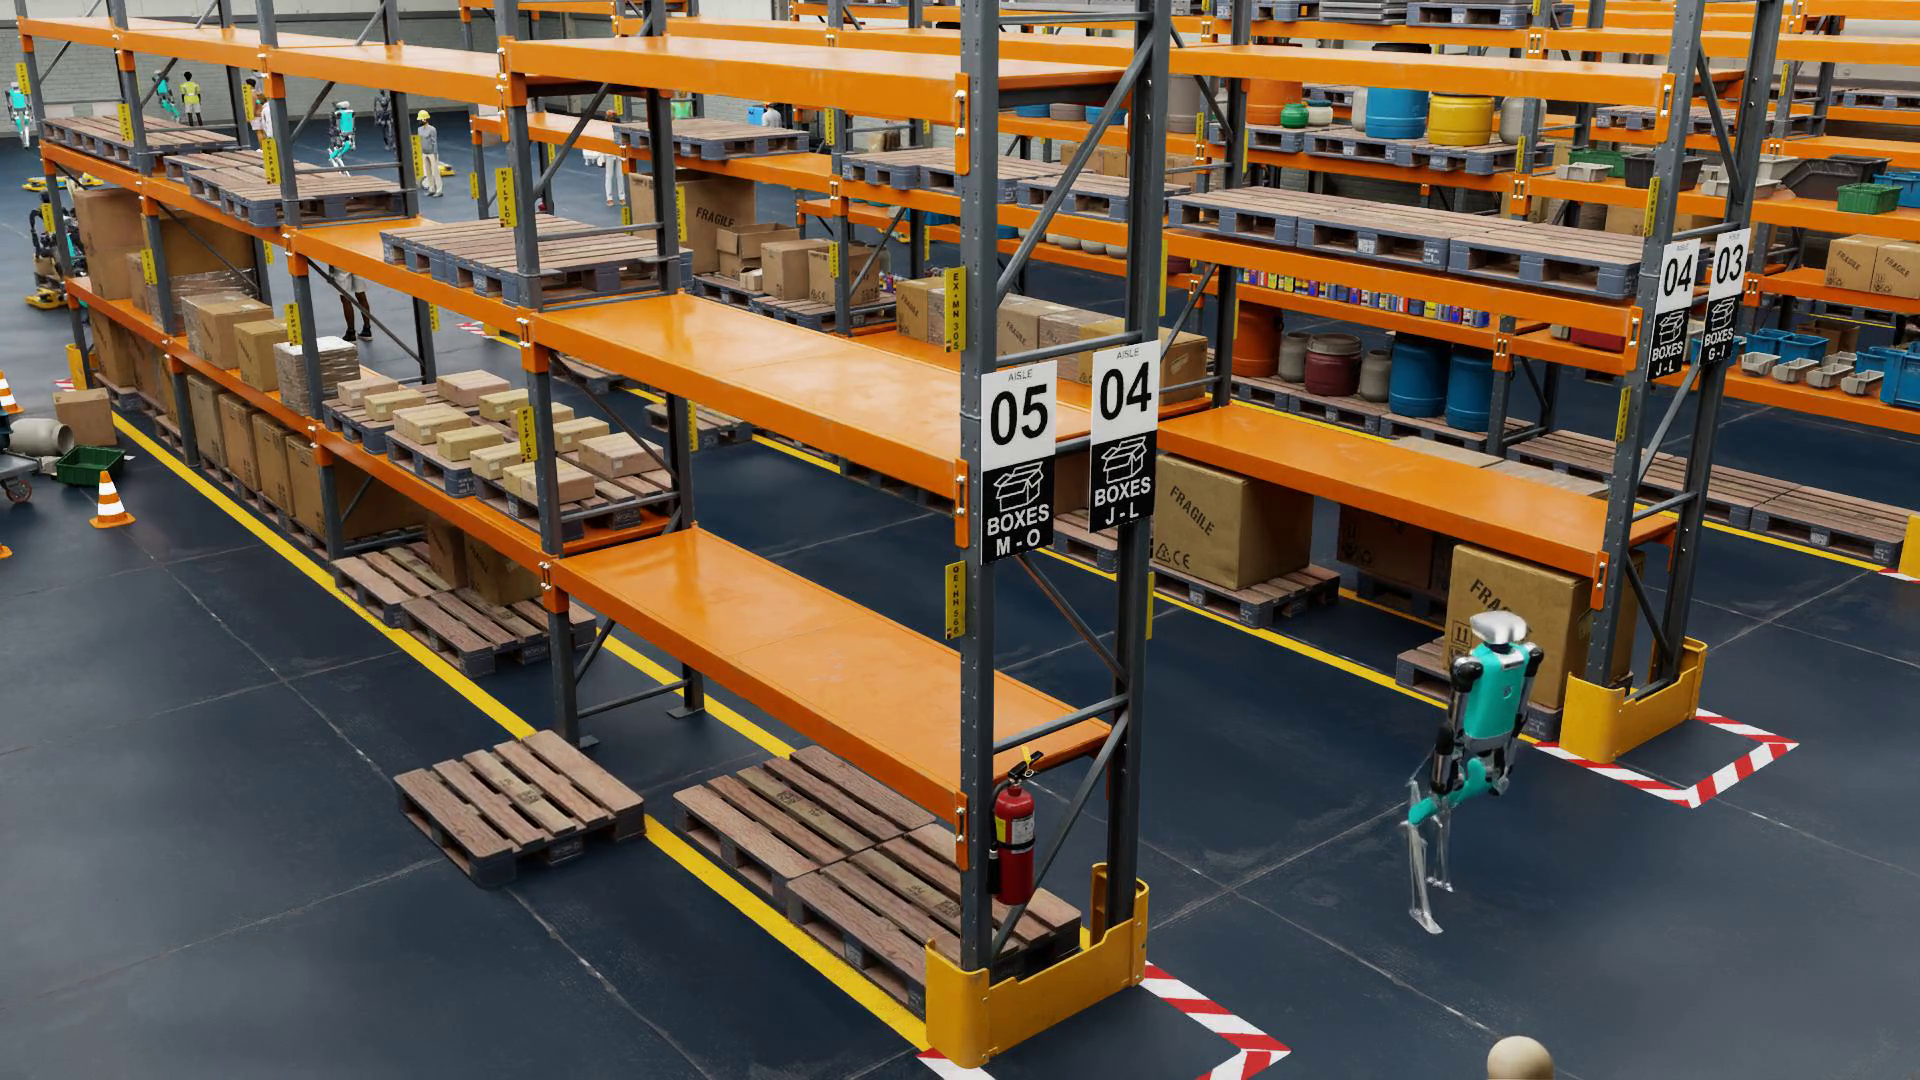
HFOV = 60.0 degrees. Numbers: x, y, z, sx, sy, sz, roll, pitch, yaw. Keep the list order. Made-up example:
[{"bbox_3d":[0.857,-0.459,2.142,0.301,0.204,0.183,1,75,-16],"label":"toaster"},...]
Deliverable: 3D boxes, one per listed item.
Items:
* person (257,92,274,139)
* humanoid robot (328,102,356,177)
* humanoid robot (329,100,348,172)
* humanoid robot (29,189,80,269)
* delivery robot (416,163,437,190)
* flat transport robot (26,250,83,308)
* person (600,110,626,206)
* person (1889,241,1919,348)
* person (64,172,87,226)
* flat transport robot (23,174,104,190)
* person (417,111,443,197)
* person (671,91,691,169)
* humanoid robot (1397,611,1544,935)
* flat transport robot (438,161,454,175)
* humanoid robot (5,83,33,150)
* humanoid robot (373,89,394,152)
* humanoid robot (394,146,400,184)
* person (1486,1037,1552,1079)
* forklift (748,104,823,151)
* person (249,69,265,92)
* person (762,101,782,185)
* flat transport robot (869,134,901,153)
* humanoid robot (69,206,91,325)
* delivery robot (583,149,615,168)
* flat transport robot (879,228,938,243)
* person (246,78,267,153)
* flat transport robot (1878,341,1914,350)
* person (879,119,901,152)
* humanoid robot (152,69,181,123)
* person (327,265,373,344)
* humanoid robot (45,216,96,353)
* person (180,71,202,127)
[{"bbox_3d":[-15.543,-9.131,37.476,0.373,1.903,0.503,-7,20,-18],"label":"person"},{"bbox_3d":[-13.554,-8.718,36.331,0.735,1.677,0.533,9,21,24],"label":"humanoid robot"},{"bbox_3d":[-14.288,-9.307,38.330,0.681,1.633,0.612,3,20,9],"label":"humanoid robot"},{"bbox_3d":[-12.950,-4.204,23.815,0.596,1.650,0.399,-15,24,-36],"label":"humanoid robot"},{"bbox_3d":[-11.598,-7.868,35.878,0.499,0.581,0.767,7,21,20],"label":"delivery robot"},{"bbox_3d":[-12.685,-3.587,24.144,0.659,0.231,1.431,18,26,41],"label":"flat transport robot"},{"bbox_3d":[-6.917,-7.635,33.250,0.566,1.878,0.354,-12,23,-30],"label":"person"},{"bbox_3d":[11.815,-3.035,20.458,0.688,1.669,0.543,11,22,29],"label":"person"},{"bbox_3d":[-15.972,-6.498,29.985,0.534,1.892,0.399,18,26,41],"label":"person"},{"bbox_3d":[-19.372,-7.724,35.919,0.659,0.231,1.431,17,26,40],"label":"flat transport robot"},{"bbox_3d":[-11.011,-7.994,34.443,0.516,1.756,0.339,11,22,29],"label":"person"},{"bbox_3d":[-6.348,-9.438,38.302,0.577,1.930,0.778,-16,25,-38],"label":"person"},{"bbox_3d":[2.487,1.130,8.552,0.530,1.795,0.798,-10,22,-25],"label":"humanoid robot"},{"bbox_3d":[-12.169,-8.542,38.245,0.659,0.231,1.431,-11,22,-29],"label":"flat transport robot"},{"bbox_3d":[-24.038,-10.826,42.571,0.533,1.739,1.029,-12,22,-30],"label":"humanoid robot"},{"bbox_3d":[-14.676,-10.798,42.584,0.609,1.636,0.690,-3,20,-9],"label":"humanoid robot"},{"bbox_3d":[-11.898,-8.316,35.498,0.418,1.641,0.609,0,19,-1],"label":"humanoid robot"},{"bbox_3d":[1.597,2.307,5.068,0.395,1.797,0.585,-11,22,-28],"label":"person"},{"bbox_3d":[-4.526,-11.368,42.374,1.129,2.768,1.873,-15,24,-37],"label":"forklift"},{"bbox_3d":[-19.991,-12.619,47.446,0.402,1.870,0.494,9,21,23],"label":"person"},{"bbox_3d":[-4.119,-8.731,36.348,0.384,1.890,0.564,16,25,38],"label":"person"},{"bbox_3d":[-1.701,-8.309,37.582,1.431,0.231,0.659,14,24,35],"label":"flat transport robot"},{"bbox_3d":[-11.629,-3.650,22.251,0.501,1.643,0.588,-7,21,-20],"label":"humanoid robot"},{"bbox_3d":[-8.582,-9.153,39.574,0.780,0.608,0.505,8,21,23],"label":"delivery robot"},{"bbox_3d":[-0.903,-5.466,29.494,0.659,0.231,1.431,-7,21,-20],"label":"flat transport robot"},{"bbox_3d":[-17.788,-10.730,42.080,0.395,1.856,0.790,-1,19,-2],"label":"person"},{"bbox_3d":[11.895,-2.147,20.045,0.659,0.231,1.431,-15,24,-36],"label":"flat transport robot"},{"bbox_3d":[-1.404,-7.930,34.273,0.618,1.742,0.566,17,26,40],"label":"person"},{"bbox_3d":[-22.285,-12.344,46.924,0.544,1.845,0.656,6,20,17],"label":"humanoid robot"},{"bbox_3d":[-7.874,-3.506,21.356,0.367,1.966,0.603,11,22,29],"label":"person"},{"bbox_3d":[-10.809,-3.080,20.660,0.754,1.902,0.539,-2,19,-6],"label":"humanoid robot"},{"bbox_3d":[-21.652,-12.328,46.865,0.540,1.695,0.316,-14,24,-35],"label":"person"}]
